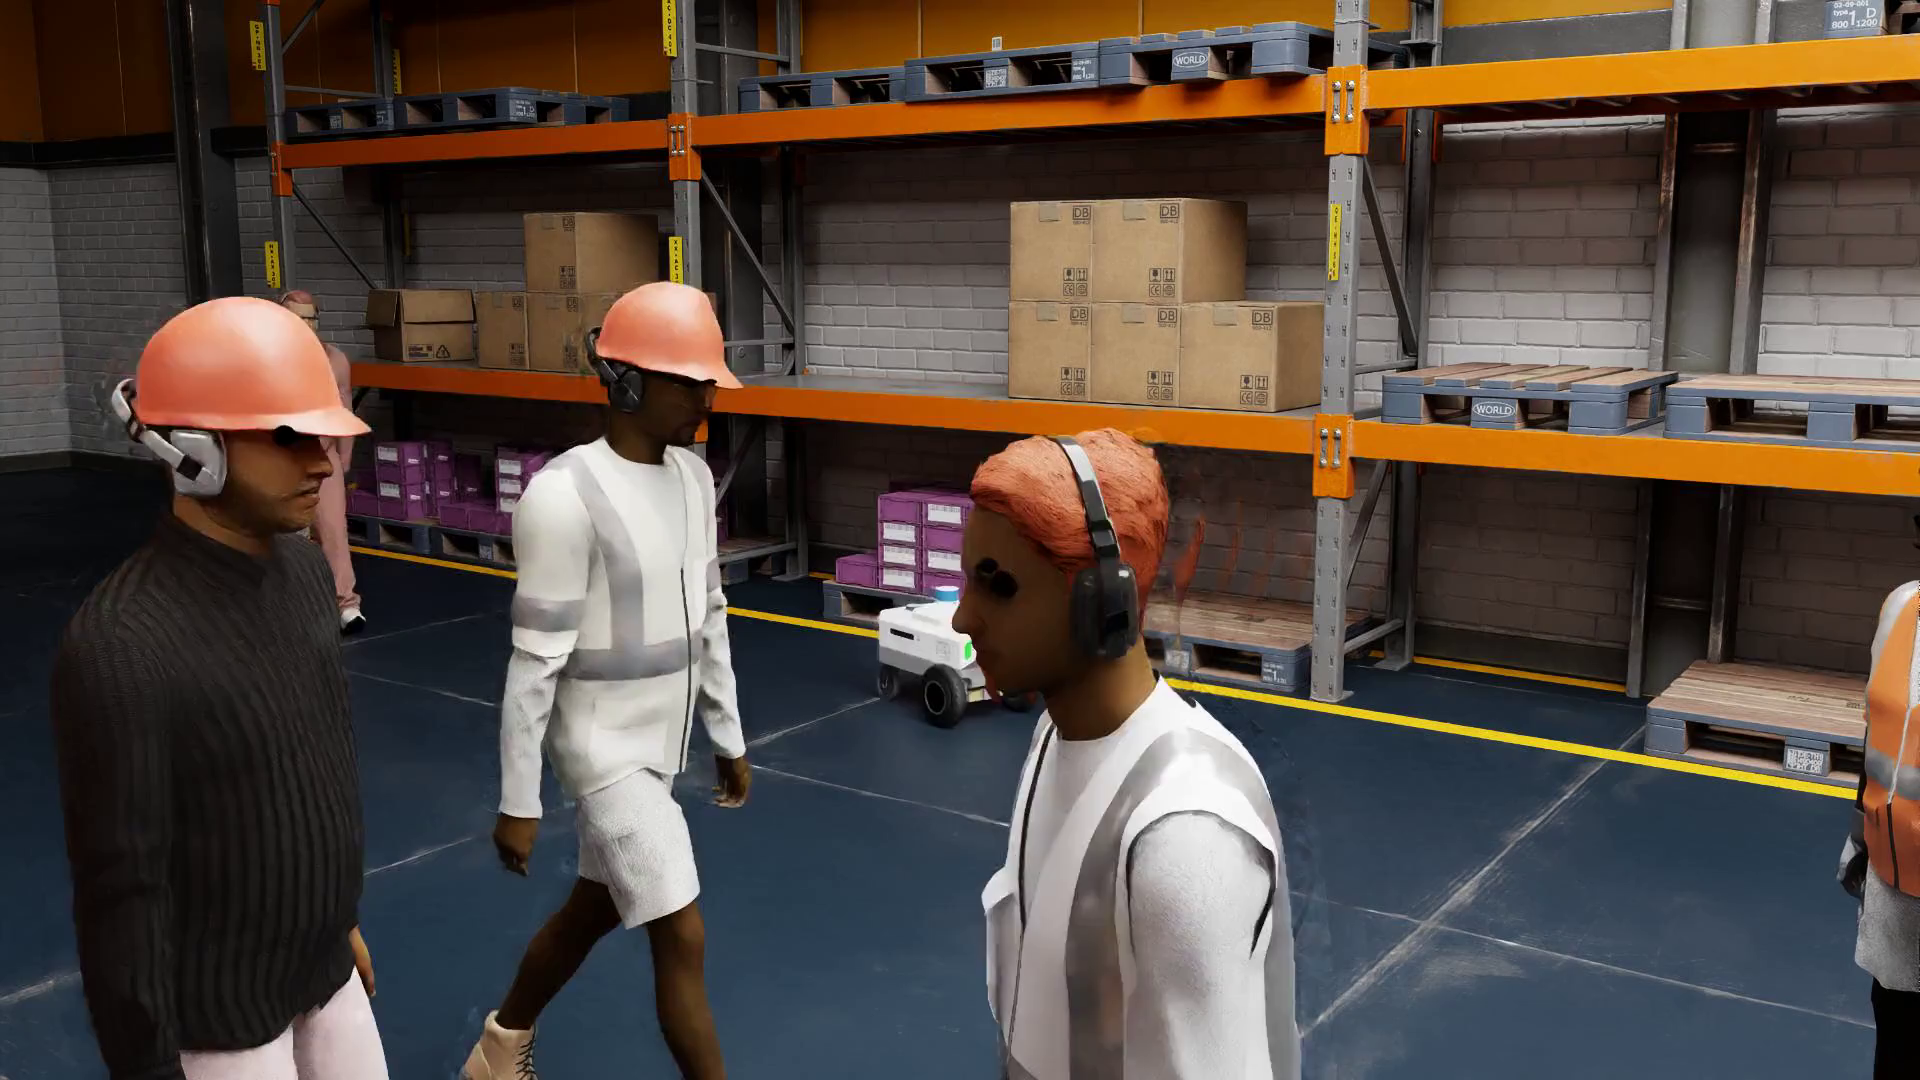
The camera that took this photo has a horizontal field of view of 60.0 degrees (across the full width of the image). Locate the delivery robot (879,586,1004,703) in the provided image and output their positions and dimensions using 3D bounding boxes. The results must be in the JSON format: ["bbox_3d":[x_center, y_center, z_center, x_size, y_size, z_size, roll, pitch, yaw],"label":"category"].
[{"bbox_3d":[-0.056,0.451,7.491,0.477,0.478,0.707,-7,12,-37],"label":"delivery robot"}]

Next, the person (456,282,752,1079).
[{"bbox_3d":[-0.749,0.436,3.629,1.034,1.991,0.632,3,10,19],"label":"person"}]

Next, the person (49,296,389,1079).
[{"bbox_3d":[-1.083,0.641,2.415,0.570,1.974,0.637,1,10,4],"label":"person"}]

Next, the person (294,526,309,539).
[{"bbox_3d":[-4.453,-0.698,11.079,0.319,1.743,0.488,4,10,24],"label":"person"}]

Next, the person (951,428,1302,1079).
[{"bbox_3d":[0.307,0.789,1.908,0.857,1.860,0.577,-2,10,-14],"label":"person"}]

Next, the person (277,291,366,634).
[{"bbox_3d":[-3.556,-0.399,8.967,0.654,1.855,0.971,-6,11,-34],"label":"person"}]

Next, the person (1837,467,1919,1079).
[{"bbox_3d":[1.917,0.647,3.204,0.322,1.697,0.532,-2,10,-11],"label":"person"}]
